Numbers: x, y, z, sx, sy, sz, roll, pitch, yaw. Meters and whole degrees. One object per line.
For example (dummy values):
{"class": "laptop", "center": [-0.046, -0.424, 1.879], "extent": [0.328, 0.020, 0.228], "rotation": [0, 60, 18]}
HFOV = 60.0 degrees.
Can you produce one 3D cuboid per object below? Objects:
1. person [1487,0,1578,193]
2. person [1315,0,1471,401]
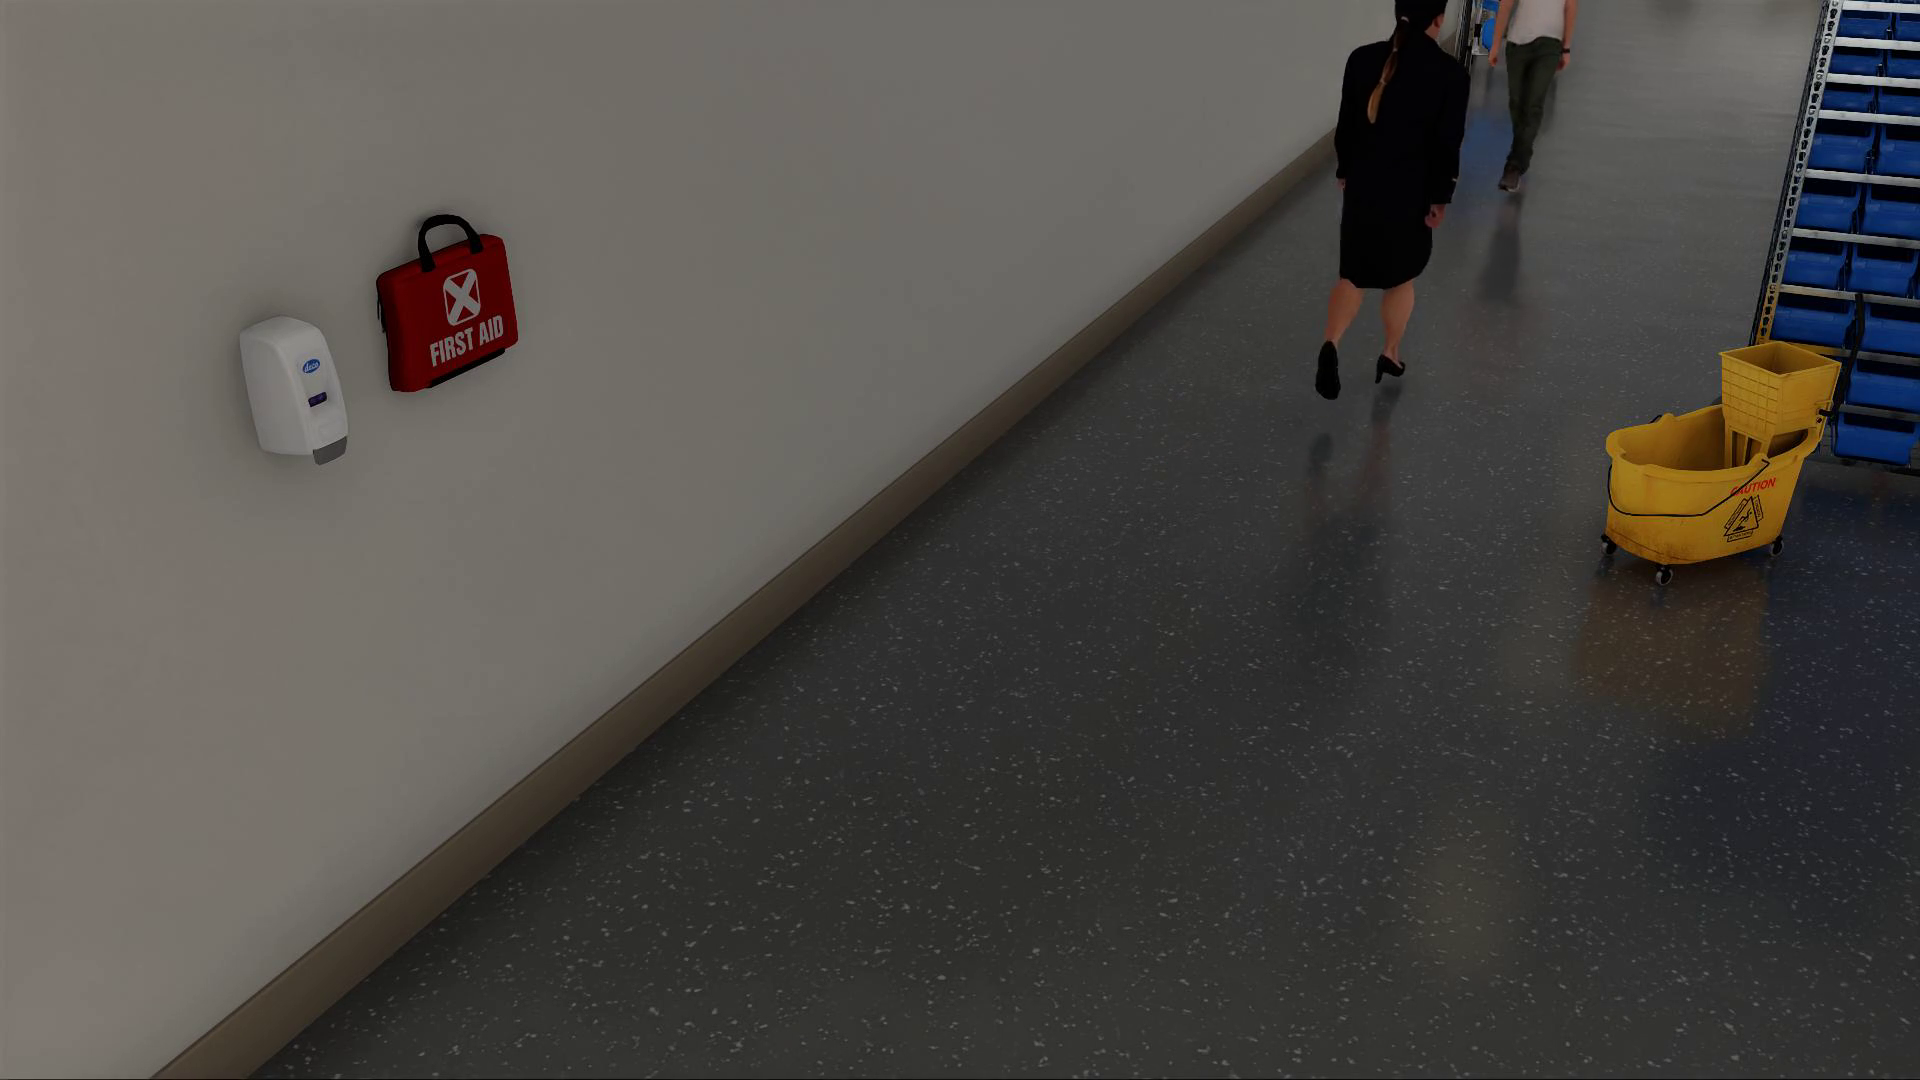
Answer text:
{"class": "person", "center": [3.396, -2.902, 9.824], "extent": [1.071, 1.610, 0.667], "rotation": [12, 28, 24]}
{"class": "person", "center": [1.637, -1.325, 6.508], "extent": [0.982, 1.650, 0.836], "rotation": [16, 30, 30]}
